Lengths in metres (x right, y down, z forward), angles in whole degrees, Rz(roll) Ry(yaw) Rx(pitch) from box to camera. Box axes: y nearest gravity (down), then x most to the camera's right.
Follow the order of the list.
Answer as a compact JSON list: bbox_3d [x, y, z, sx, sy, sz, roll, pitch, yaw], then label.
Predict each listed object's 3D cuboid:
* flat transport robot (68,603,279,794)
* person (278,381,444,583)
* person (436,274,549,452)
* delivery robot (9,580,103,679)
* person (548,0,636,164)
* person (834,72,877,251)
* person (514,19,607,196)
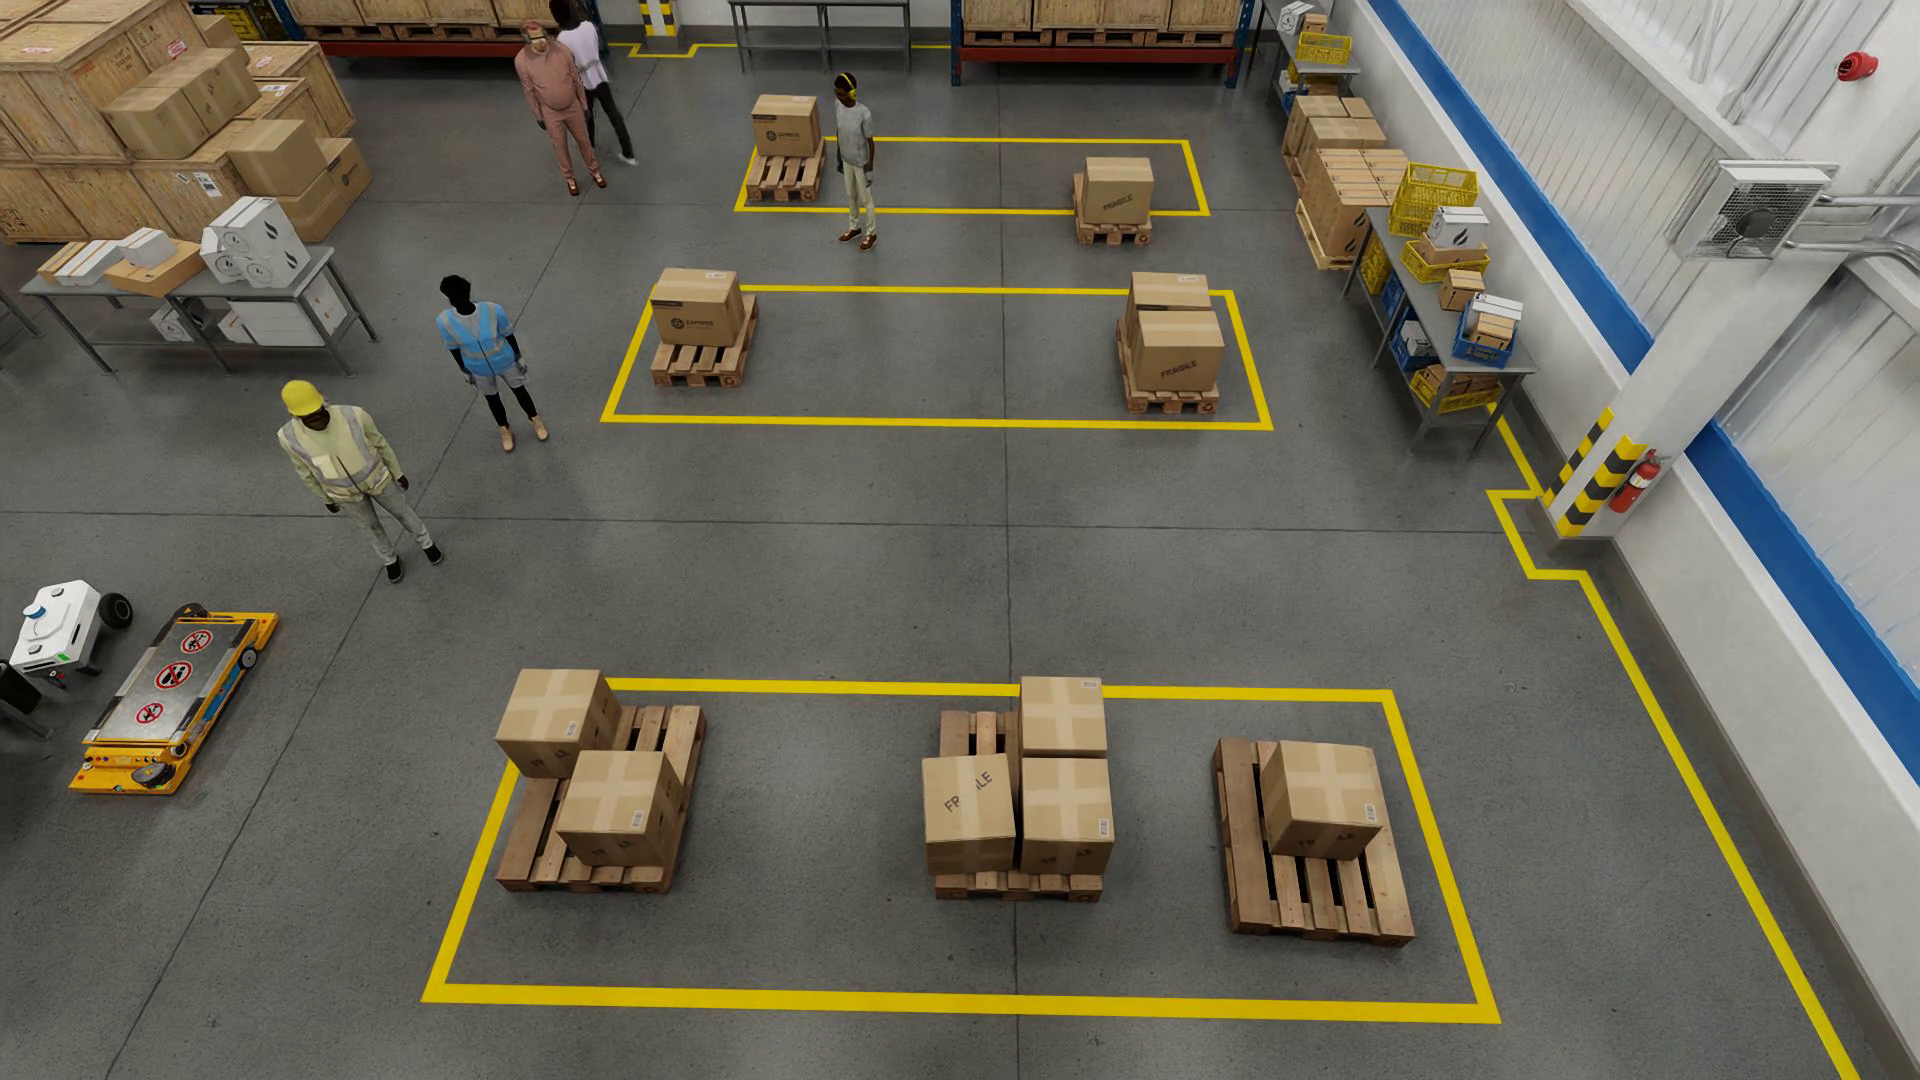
[{"bbox_3d":[-5.504,1.072,6.442,0.652,0.197,1.431,1,50,1],"label":"flat transport robot"},{"bbox_3d":[-4.379,-0.421,6.687,0.590,1.837,0.403,-27,55,-21],"label":"person"},{"bbox_3d":[-3.914,-1.473,7.666,0.530,1.697,0.322,-19,52,-16],"label":"person"},{"bbox_3d":[-6.467,0.637,6.566,0.477,0.478,0.707,-14,51,-11],"label":"delivery robot"},{"bbox_3d":[-4.477,-5.478,10.946,1.007,1.857,0.624,27,55,21],"label":"person"},{"bbox_3d":[-1.114,-3.971,9.674,0.520,1.865,0.328,31,56,23],"label":"person"},{"bbox_3d":[-4.547,-4.907,10.446,0.633,1.899,0.401,-24,54,-19],"label":"person"}]
